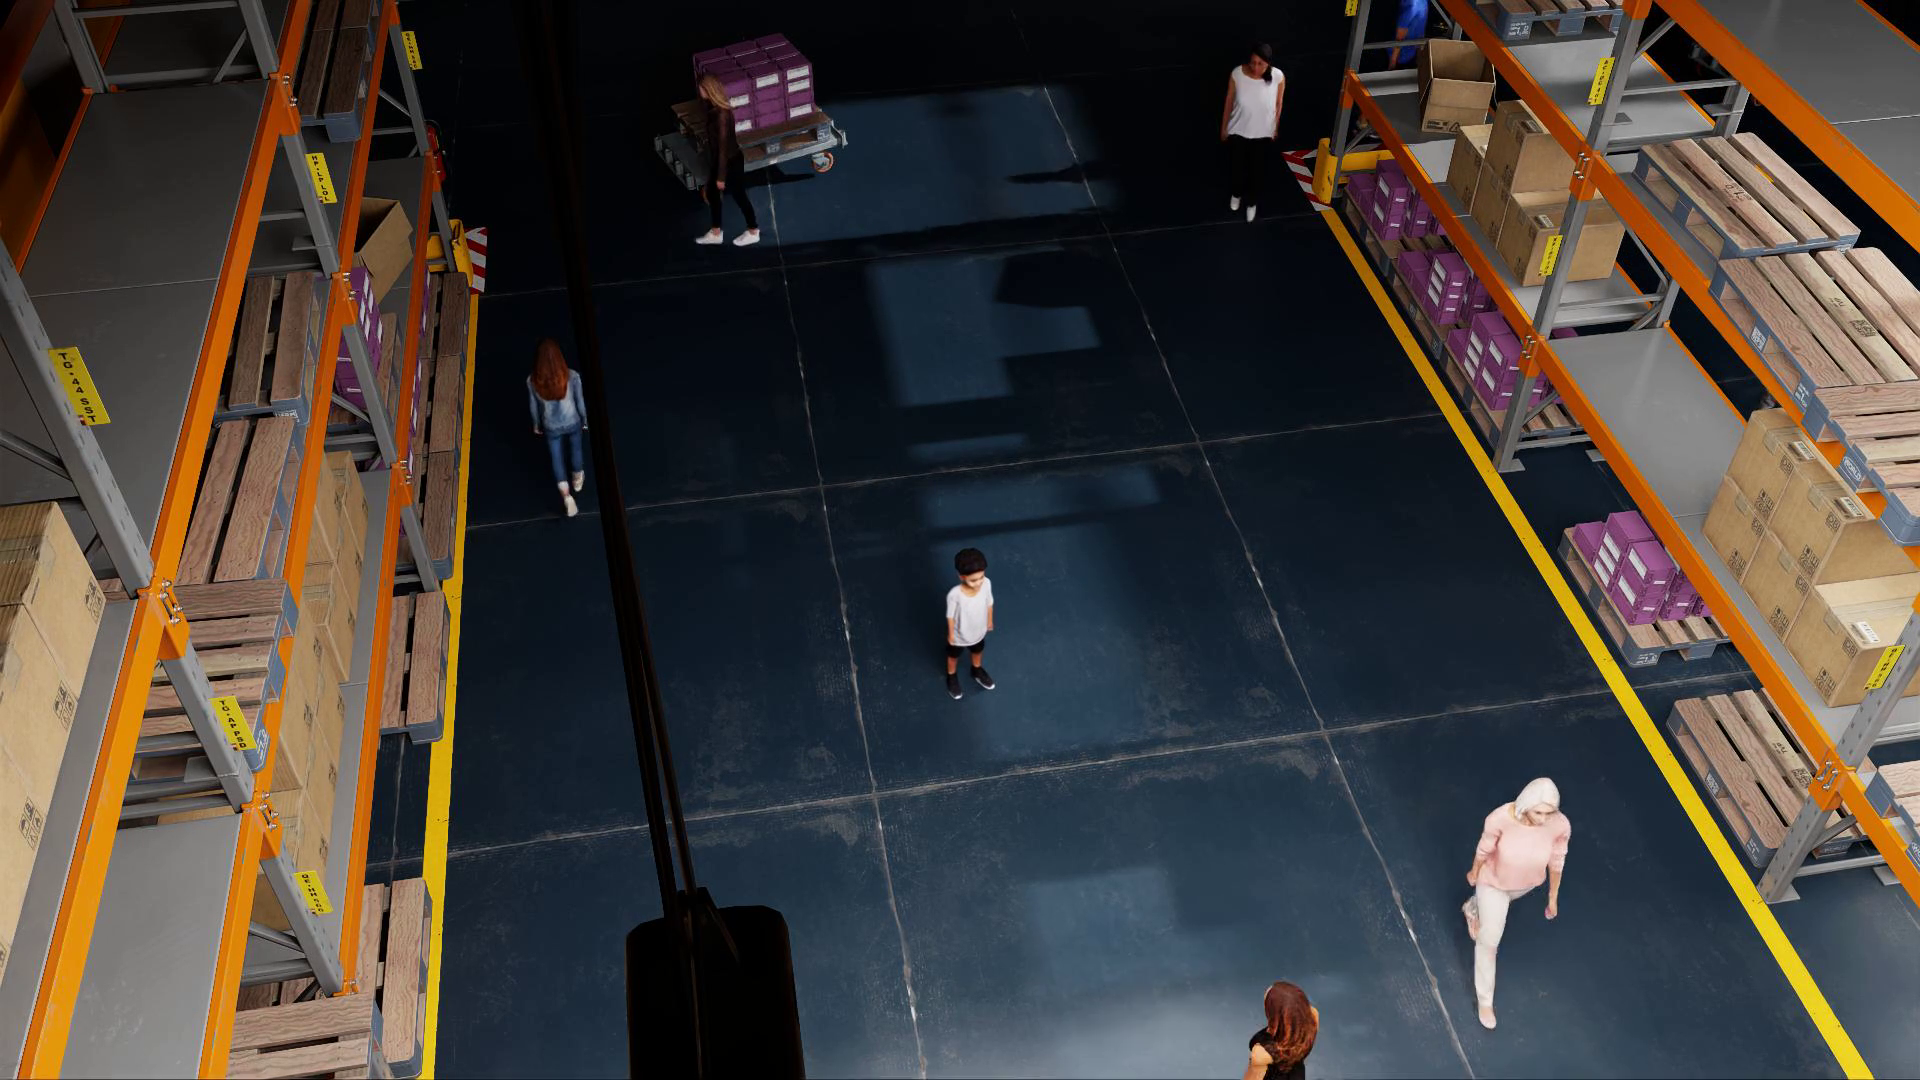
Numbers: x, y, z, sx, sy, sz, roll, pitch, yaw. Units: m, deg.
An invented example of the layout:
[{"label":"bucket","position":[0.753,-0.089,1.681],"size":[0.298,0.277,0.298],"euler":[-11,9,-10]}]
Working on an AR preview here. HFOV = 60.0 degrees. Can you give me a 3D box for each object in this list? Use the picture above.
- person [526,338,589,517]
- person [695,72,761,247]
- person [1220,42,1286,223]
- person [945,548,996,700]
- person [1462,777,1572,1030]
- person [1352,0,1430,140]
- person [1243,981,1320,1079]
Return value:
[{"label":"person","position":[-2.910,-0.817,12.135],"size":[0.572,1.461,0.851],"euler":[-7,44,-8]},{"label":"person","position":[-1.946,-3.312,14.600],"size":[0.749,1.672,0.784],"euler":[-13,45,-13]},{"label":"person","position":[2.660,-3.763,15.075],"size":[0.820,1.671,0.869],"euler":[12,45,12]},{"label":"person","position":[0.048,0.528,10.874],"size":[0.526,1.252,0.525],"euler":[-16,46,-16]},{"label":"person","position":[3.033,1.806,9.226],"size":[0.736,1.676,1.143],"euler":[-1,44,-1]},{"label":"person","position":[4.118,-4.619,15.861],"size":[1.097,1.826,1.169],"euler":[17,46,17]},{"label":"person","position":[1.586,2.763,8.118],"size":[0.775,1.819,0.898],"euler":[-24,49,-23]}]
